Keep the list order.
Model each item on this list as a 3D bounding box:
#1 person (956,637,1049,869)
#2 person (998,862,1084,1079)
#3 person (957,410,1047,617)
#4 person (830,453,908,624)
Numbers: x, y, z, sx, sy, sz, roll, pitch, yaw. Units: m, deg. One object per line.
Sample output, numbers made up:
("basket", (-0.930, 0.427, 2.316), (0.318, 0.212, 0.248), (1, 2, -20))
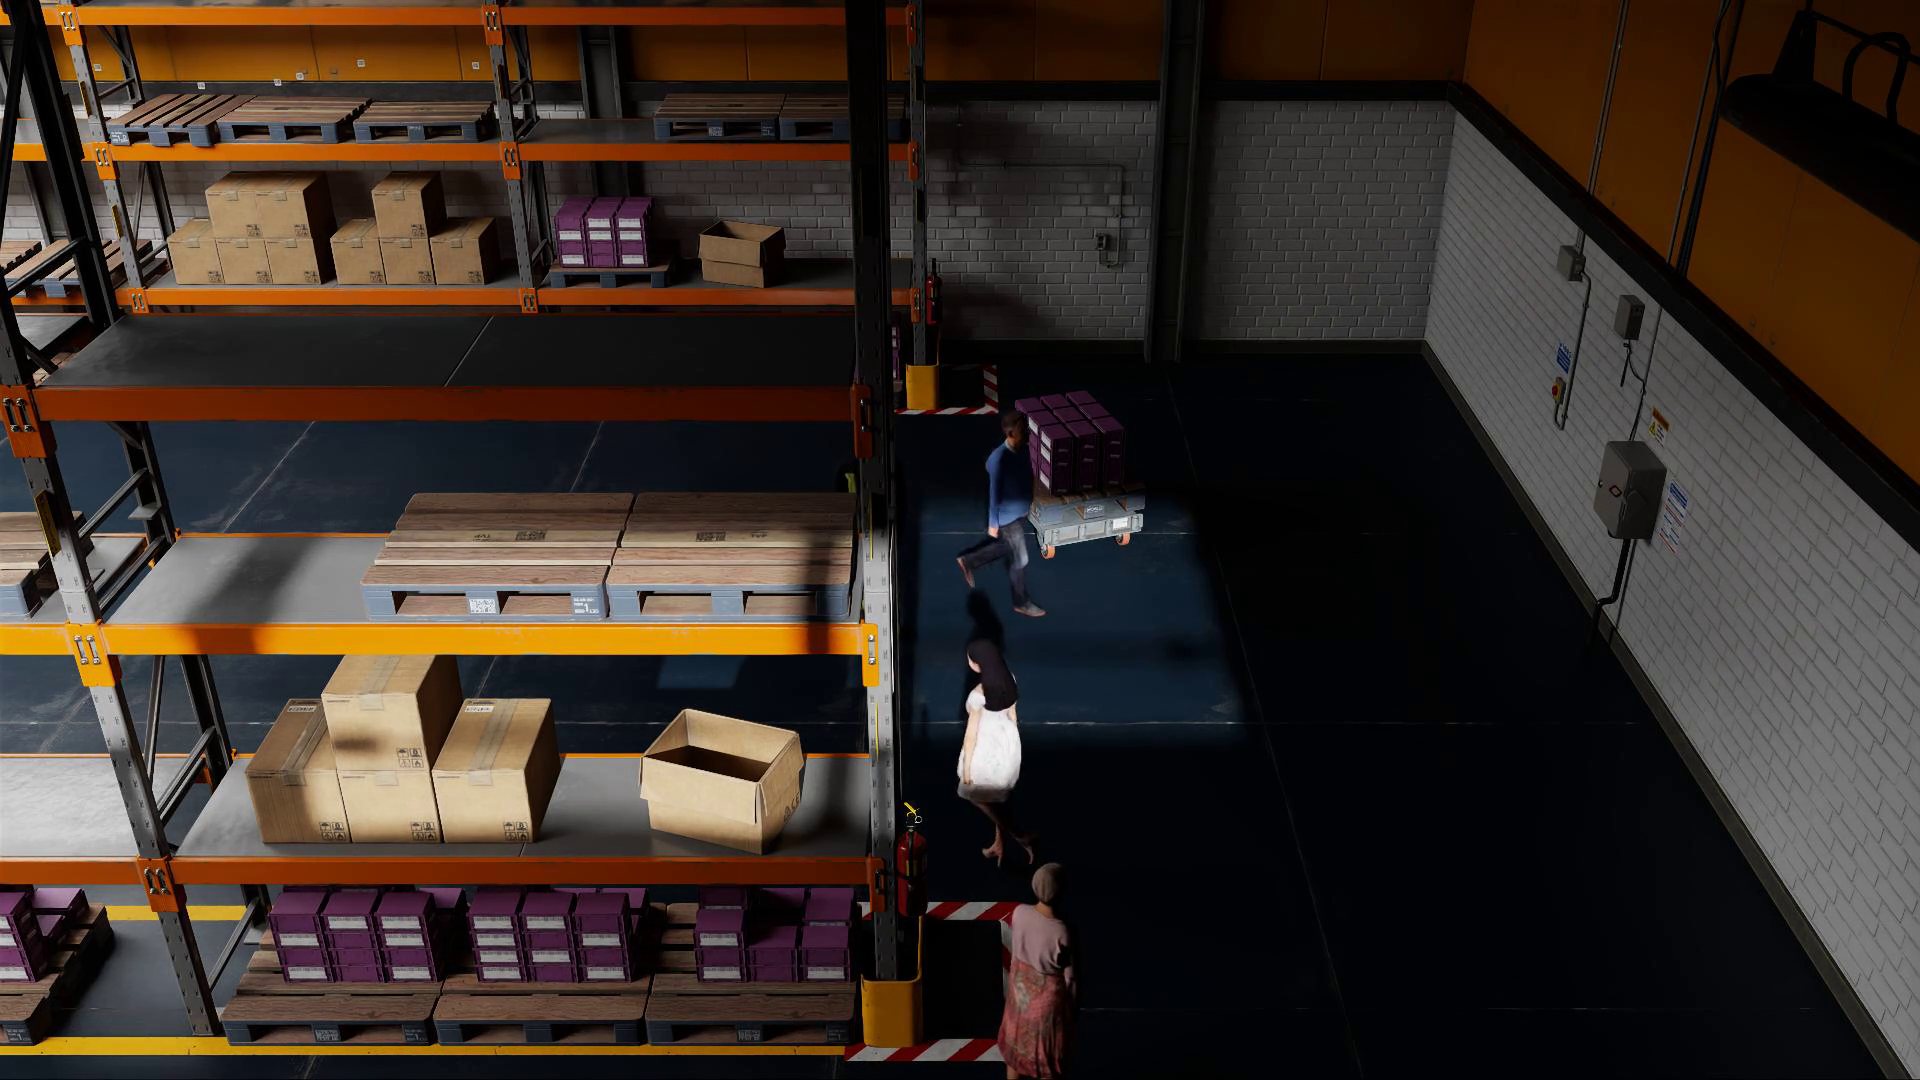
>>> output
("person", (0.244, 1.426, 10.562), (0.952, 1.757, 1.015), (-23, 36, -35))
("person", (0.426, 2.425, 8.806), (0.683, 1.686, 0.770), (16, 32, 27))
("person", (0.337, -0.243, 13.588), (1.205, 1.789, 1.012), (16, 32, 26))
("person", (-0.715, -0.096, 13.257), (0.949, 1.847, 0.953), (-7, 29, -12))
